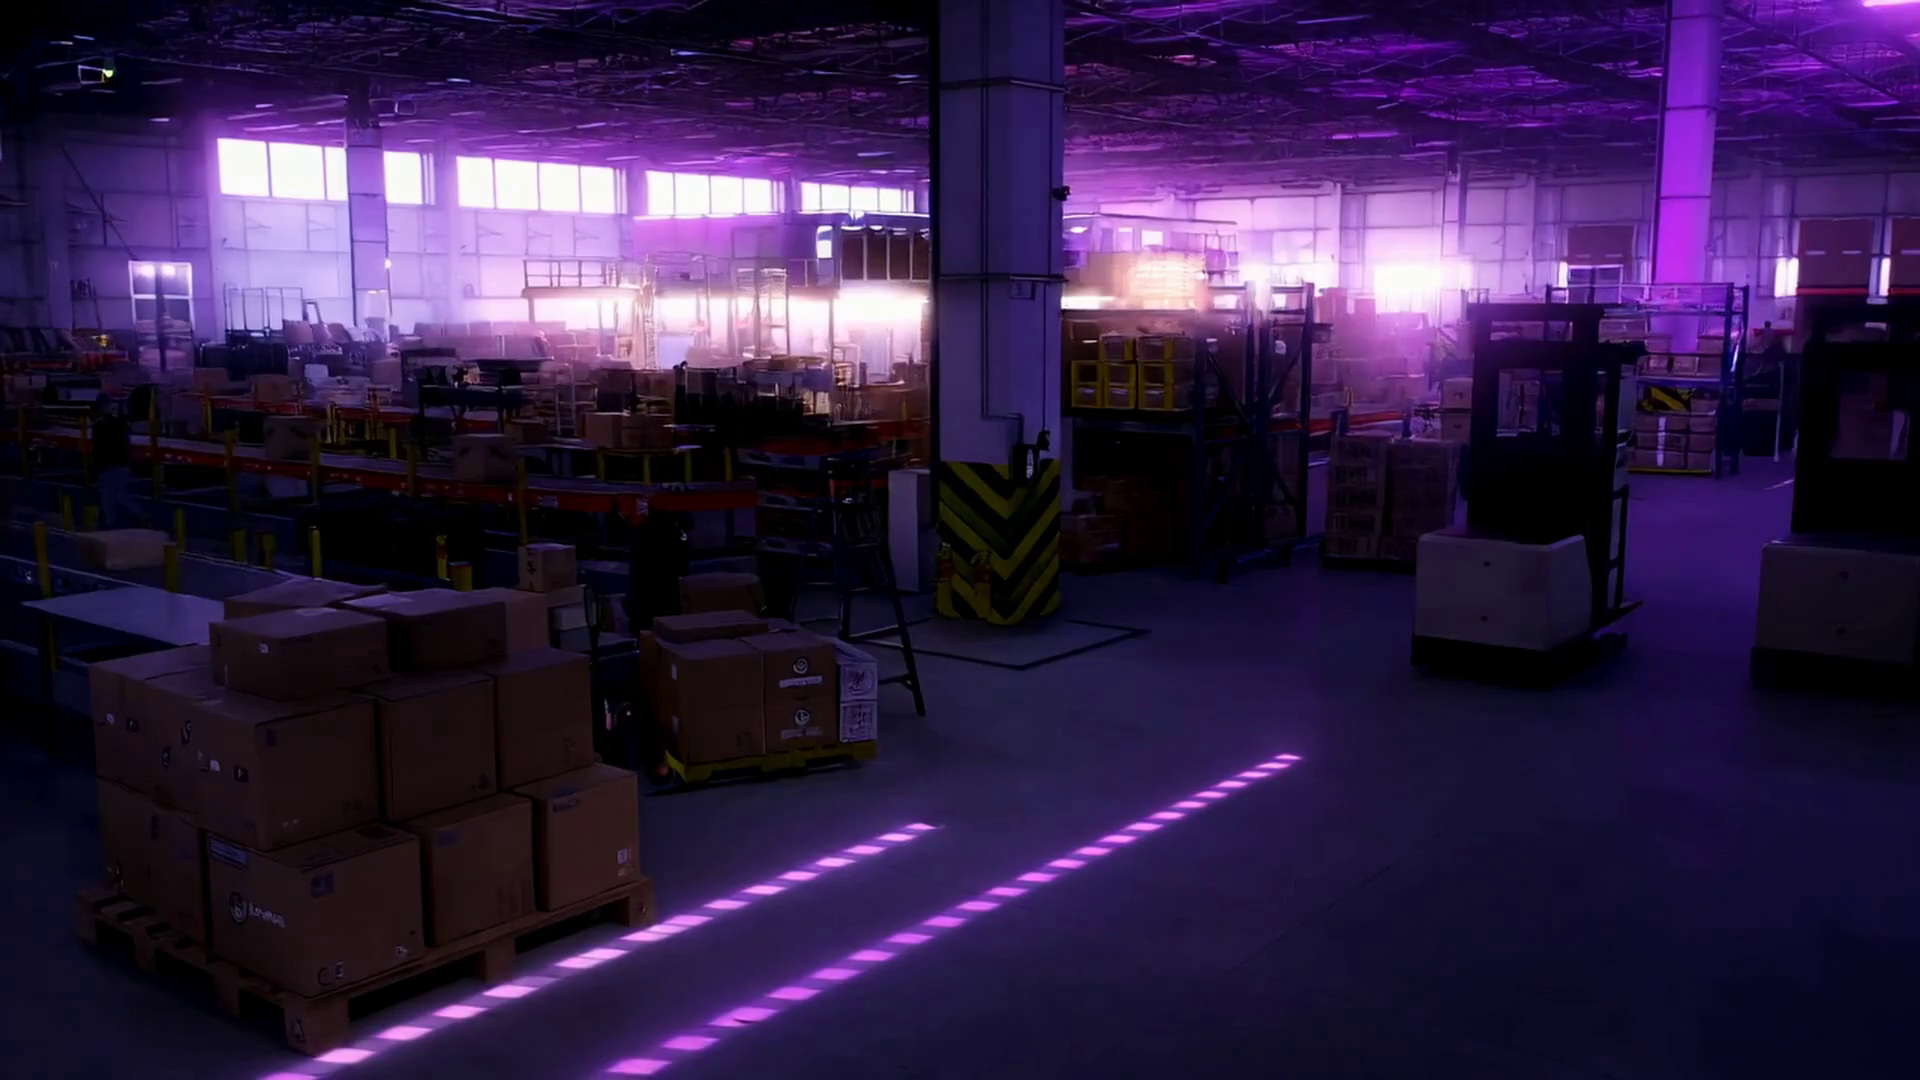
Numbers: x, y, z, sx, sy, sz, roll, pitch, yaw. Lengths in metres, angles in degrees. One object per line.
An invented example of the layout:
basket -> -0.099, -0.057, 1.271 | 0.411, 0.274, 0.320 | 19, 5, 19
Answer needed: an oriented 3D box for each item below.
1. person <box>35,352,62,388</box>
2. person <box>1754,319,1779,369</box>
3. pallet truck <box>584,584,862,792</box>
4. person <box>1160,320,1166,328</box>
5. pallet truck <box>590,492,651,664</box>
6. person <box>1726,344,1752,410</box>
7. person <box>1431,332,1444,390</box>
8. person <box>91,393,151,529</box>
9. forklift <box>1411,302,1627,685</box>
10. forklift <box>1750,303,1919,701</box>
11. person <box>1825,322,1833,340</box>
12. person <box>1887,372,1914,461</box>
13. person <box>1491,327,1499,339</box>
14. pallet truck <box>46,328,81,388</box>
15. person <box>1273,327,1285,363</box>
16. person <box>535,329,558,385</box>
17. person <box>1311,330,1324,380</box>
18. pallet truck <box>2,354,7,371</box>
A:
person -> -22.588, -4.148, 41.283 | 0.646, 1.872, 0.899 | 1, 8, 4
person -> 31.019, -7.506, 63.795 | 0.920, 1.911, 0.542 | 0, 8, 0
pallet truck -> -1.426, 0.805, 10.019 | 1.601, 1.201, 0.680 | -4, 9, -26
person -> 7.204, -6.835, 59.103 | 0.626, 1.950, 0.701 | -2, 9, -14
pallet truck -> -3.115, 0.344, 12.883 | 0.653, 1.274, 1.630 | 7, 11, 37
person -> 16.664, -3.304, 35.792 | 0.614, 1.794, 0.846 | -2, 9, -10
person -> 14.031, -5.220, 48.820 | 0.322, 1.769, 0.523 | 5, 10, 29
person -> -9.784, -0.838, 19.333 | 0.573, 1.747, 0.528 | 4, 9, 23
forklift -> 4.379, -0.438, 12.852 | 1.129, 2.768, 1.873 | 7, 11, 37
forklift -> 6.749, -0.369, 12.389 | 1.129, 2.768, 1.873 | 6, 11, 37
person -> 34.021, -7.739, 65.289 | 0.608, 1.915, 0.416 | -3, 9, -21
person -> 15.655, -2.161, 27.439 | 0.623, 1.992, 0.396 | 3, 9, 22
person -> 16.351, -5.685, 51.506 | 0.586, 1.896, 0.473 | -2, 9, -13
pallet truck -> -23.775, -4.544, 43.495 | 1.885, 1.965, 0.823 | 6, 10, 35
person -> 9.172, -5.175, 47.952 | 0.373, 1.934, 0.551 | 4, 9, 23
person -> -10.893, -4.552, 43.646 | 1.033, 1.984, 0.688 | 4, 10, 27
person -> 9.365, -4.579, 43.934 | 0.373, 1.934, 0.551 | 7, 11, 41
pallet truck -> -24.881, -4.417, 42.634 | 1.885, 1.965, 0.823 | 8, 11, 41
